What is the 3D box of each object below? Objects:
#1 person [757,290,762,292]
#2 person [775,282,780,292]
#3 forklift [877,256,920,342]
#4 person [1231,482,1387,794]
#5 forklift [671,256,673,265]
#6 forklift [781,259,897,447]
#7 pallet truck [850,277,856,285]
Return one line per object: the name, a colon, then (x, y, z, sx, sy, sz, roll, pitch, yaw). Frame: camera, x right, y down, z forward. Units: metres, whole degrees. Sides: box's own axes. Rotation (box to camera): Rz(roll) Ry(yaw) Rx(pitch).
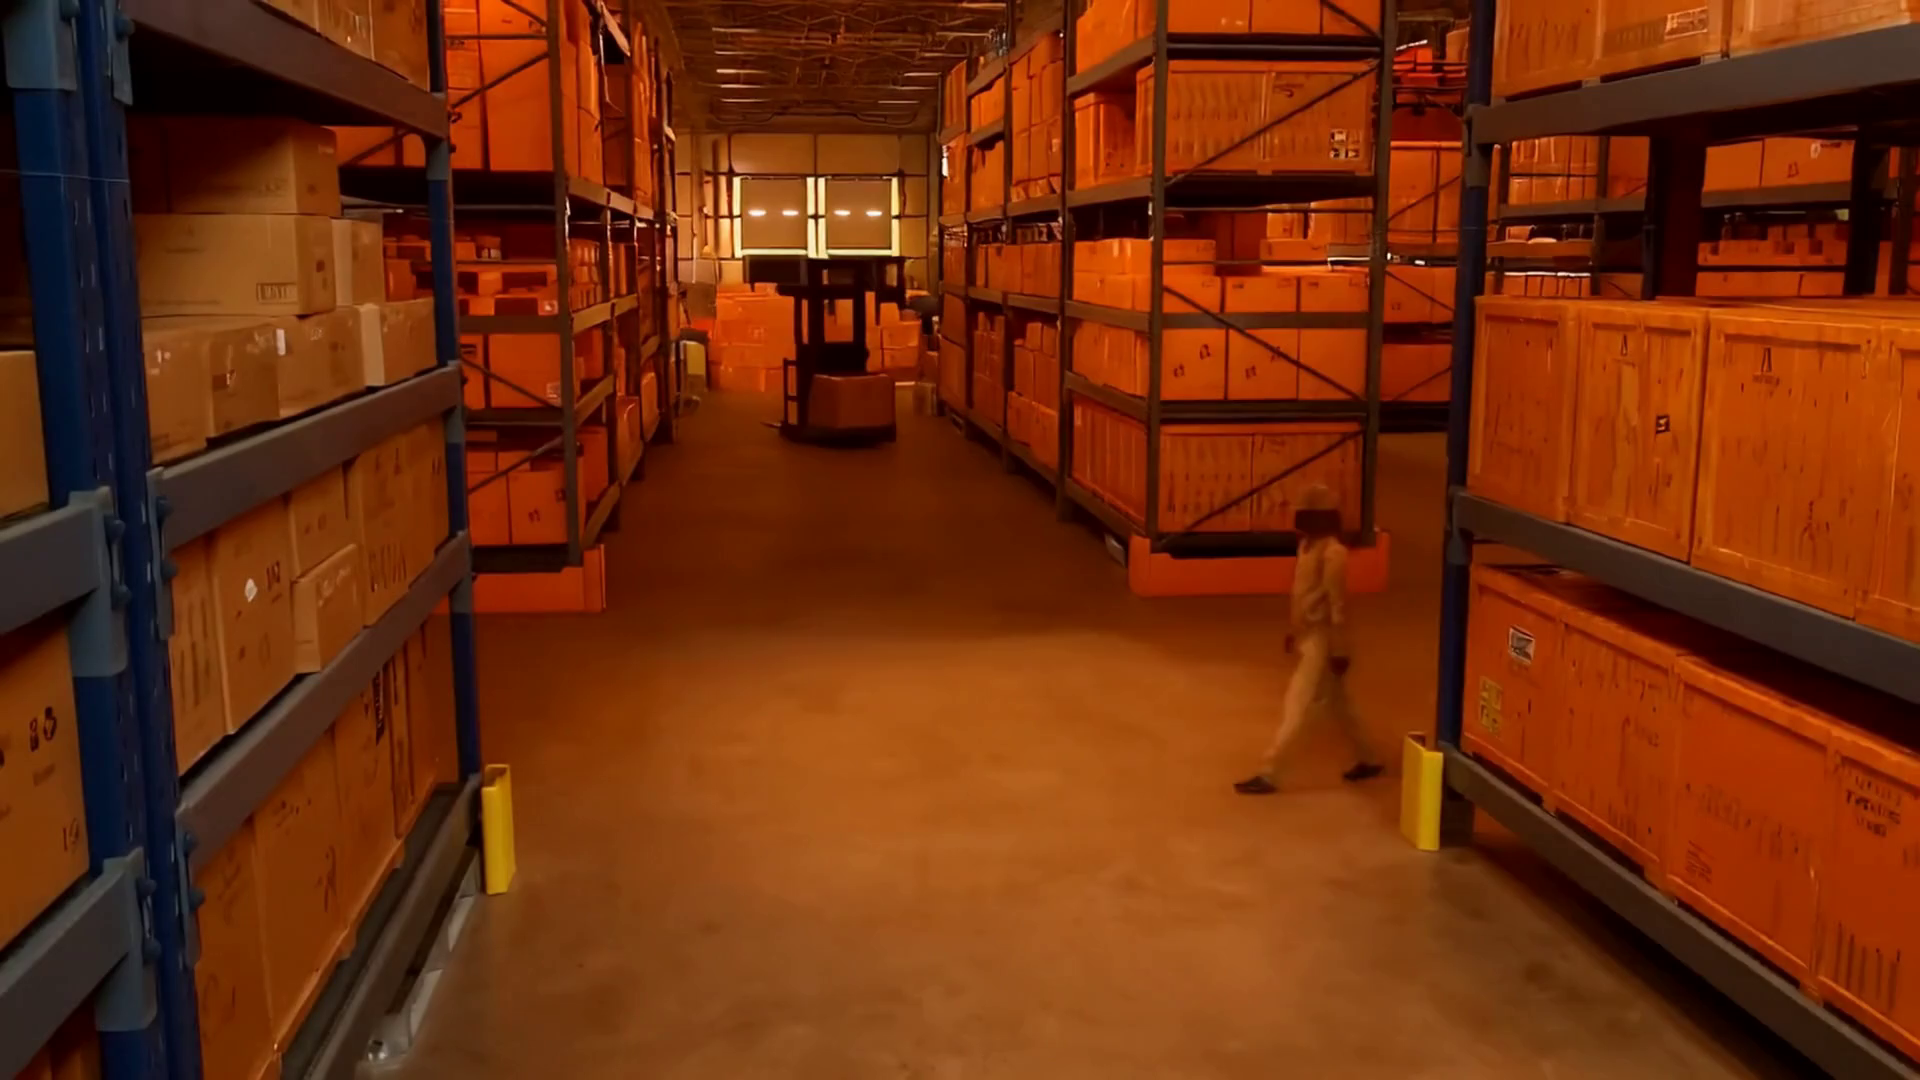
person: (-5.451, -5.917, 45.855, 0.944, 1.897, 0.657, -2, 10, -10)
person: (-6.464, -8.340, 59.969, 0.534, 1.902, 0.664, -3, 10, -19)
forklift: (-2.225, -7.845, 54.237, 1.129, 2.768, 1.873, -6, 12, -33)
person: (1.945, 0.521, 8.980, 0.911, 1.696, 0.503, -1, 10, -8)
forklift: (-10.983, -9.065, 61.341, 1.129, 2.768, 1.873, -1, 10, -7)
forklift: (-1.855, -2.908, 25.493, 1.129, 2.768, 1.873, -6, 11, -32)
pallet truck: (-3.782, -9.391, 65.808, 1.885, 1.965, 0.823, 2, 10, 10)
